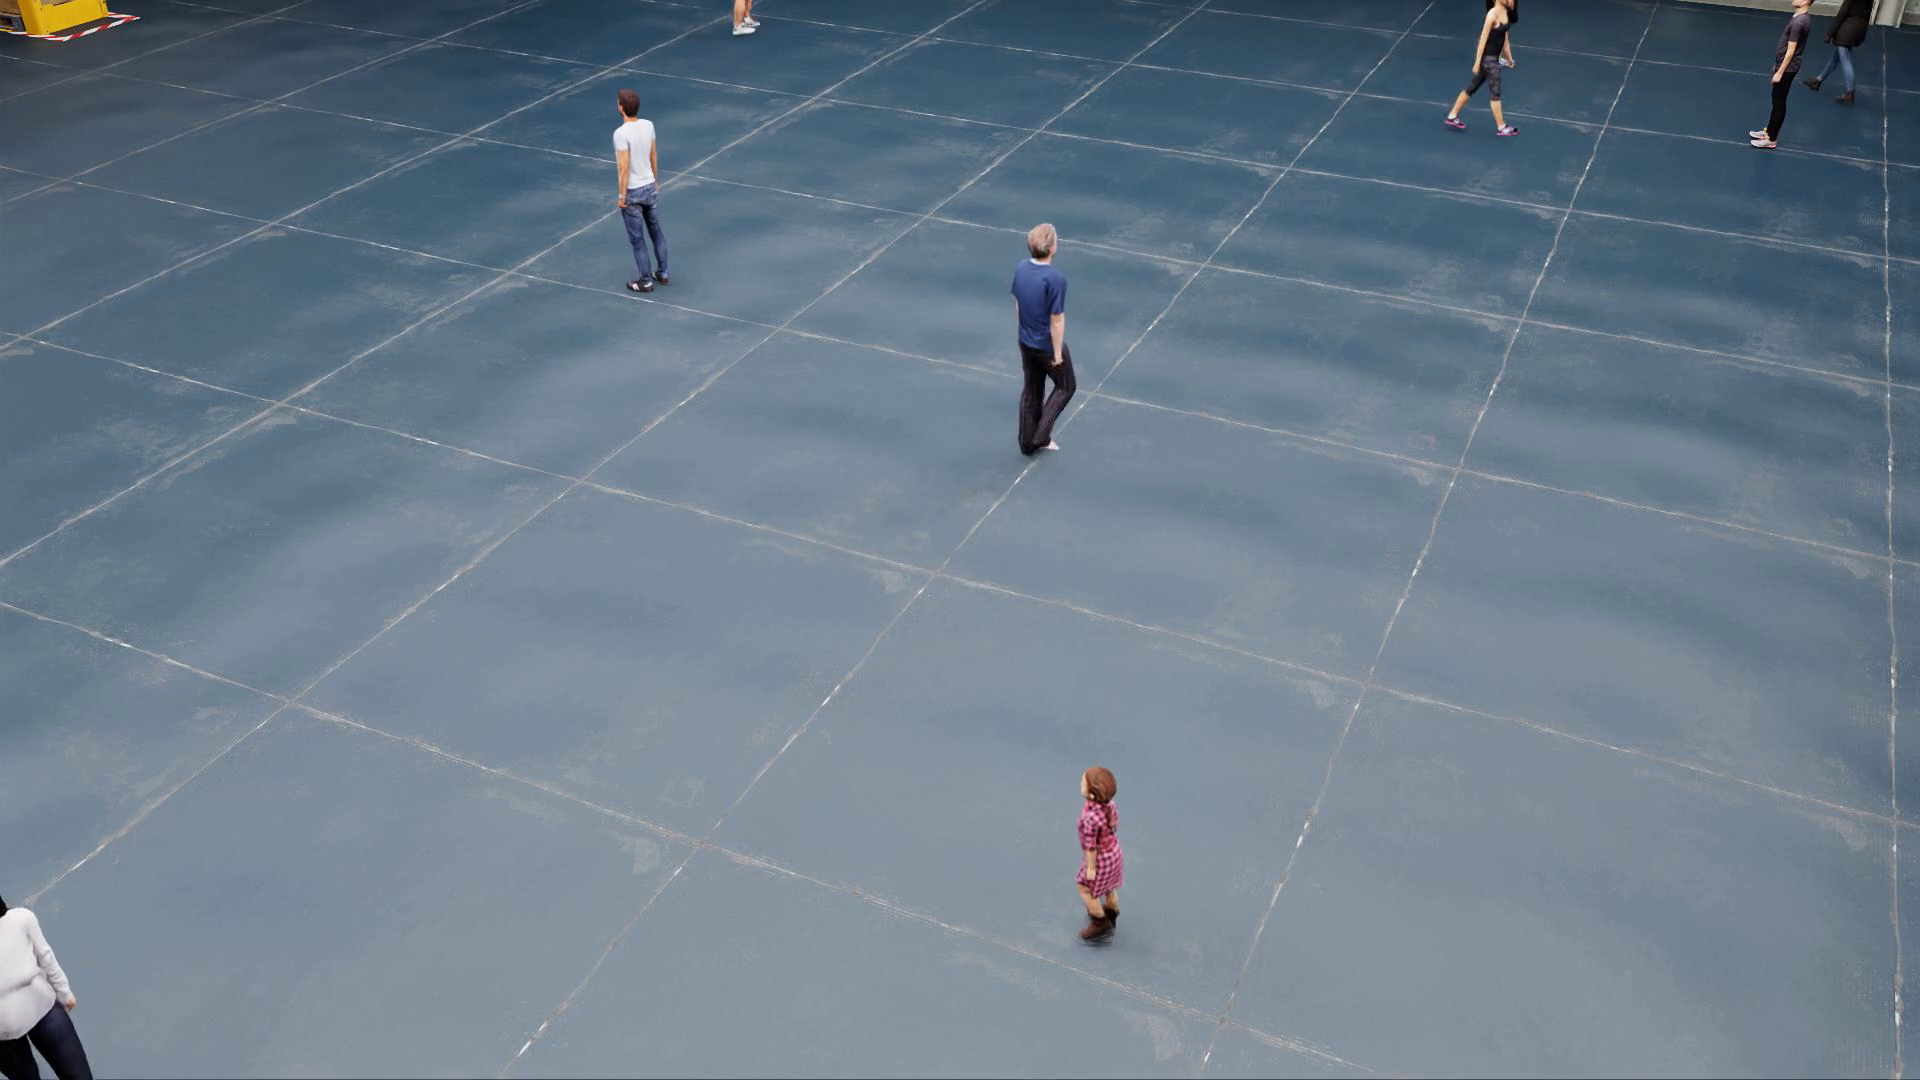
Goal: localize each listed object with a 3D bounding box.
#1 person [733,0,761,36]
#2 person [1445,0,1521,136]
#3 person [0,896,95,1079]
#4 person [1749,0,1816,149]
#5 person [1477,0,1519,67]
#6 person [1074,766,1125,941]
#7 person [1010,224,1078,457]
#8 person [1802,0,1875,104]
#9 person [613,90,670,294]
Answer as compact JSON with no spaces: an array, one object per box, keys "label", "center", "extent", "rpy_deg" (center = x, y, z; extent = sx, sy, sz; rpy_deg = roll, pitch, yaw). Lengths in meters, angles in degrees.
[{"label":"person","center":[-3.042,-7.760,22.465],"extent":[0.911,1.841,0.840],"rpy_deg":[-14,35,-20]},{"label":"person","center":[5.953,-5.491,19.019],"extent":[1.139,1.681,0.669],"rpy_deg":[19,37,27]},{"label":"person","center":[-4.057,2.012,7.120],"extent":[0.821,1.685,0.910],"rpy_deg":[-25,40,-33]},{"label":"person","center":[9.257,-5.299,18.636],"extent":[0.551,1.764,0.636],"rpy_deg":[12,34,18]},{"label":"person","center":[6.896,-7.001,21.247],"extent":[0.735,1.858,0.701],"rpy_deg":[8,33,12]},{"label":"person","center":[0.722,1.596,8.412],"extent":[0.499,1.009,0.458],"rpy_deg":[17,36,25]},{"label":"person","center":[0.549,-1.433,12.417],"extent":[0.836,1.860,0.710],"rpy_deg":[-26,41,-35]},{"label":"person","center":[10.746,-6.057,20.001],"extent":[0.999,1.590,1.121],"rpy_deg":[-16,36,-23]},{"label":"person","center":[-2.930,-3.190,15.198],"extent":[0.598,1.865,0.676],"rpy_deg":[21,38,30]}]
